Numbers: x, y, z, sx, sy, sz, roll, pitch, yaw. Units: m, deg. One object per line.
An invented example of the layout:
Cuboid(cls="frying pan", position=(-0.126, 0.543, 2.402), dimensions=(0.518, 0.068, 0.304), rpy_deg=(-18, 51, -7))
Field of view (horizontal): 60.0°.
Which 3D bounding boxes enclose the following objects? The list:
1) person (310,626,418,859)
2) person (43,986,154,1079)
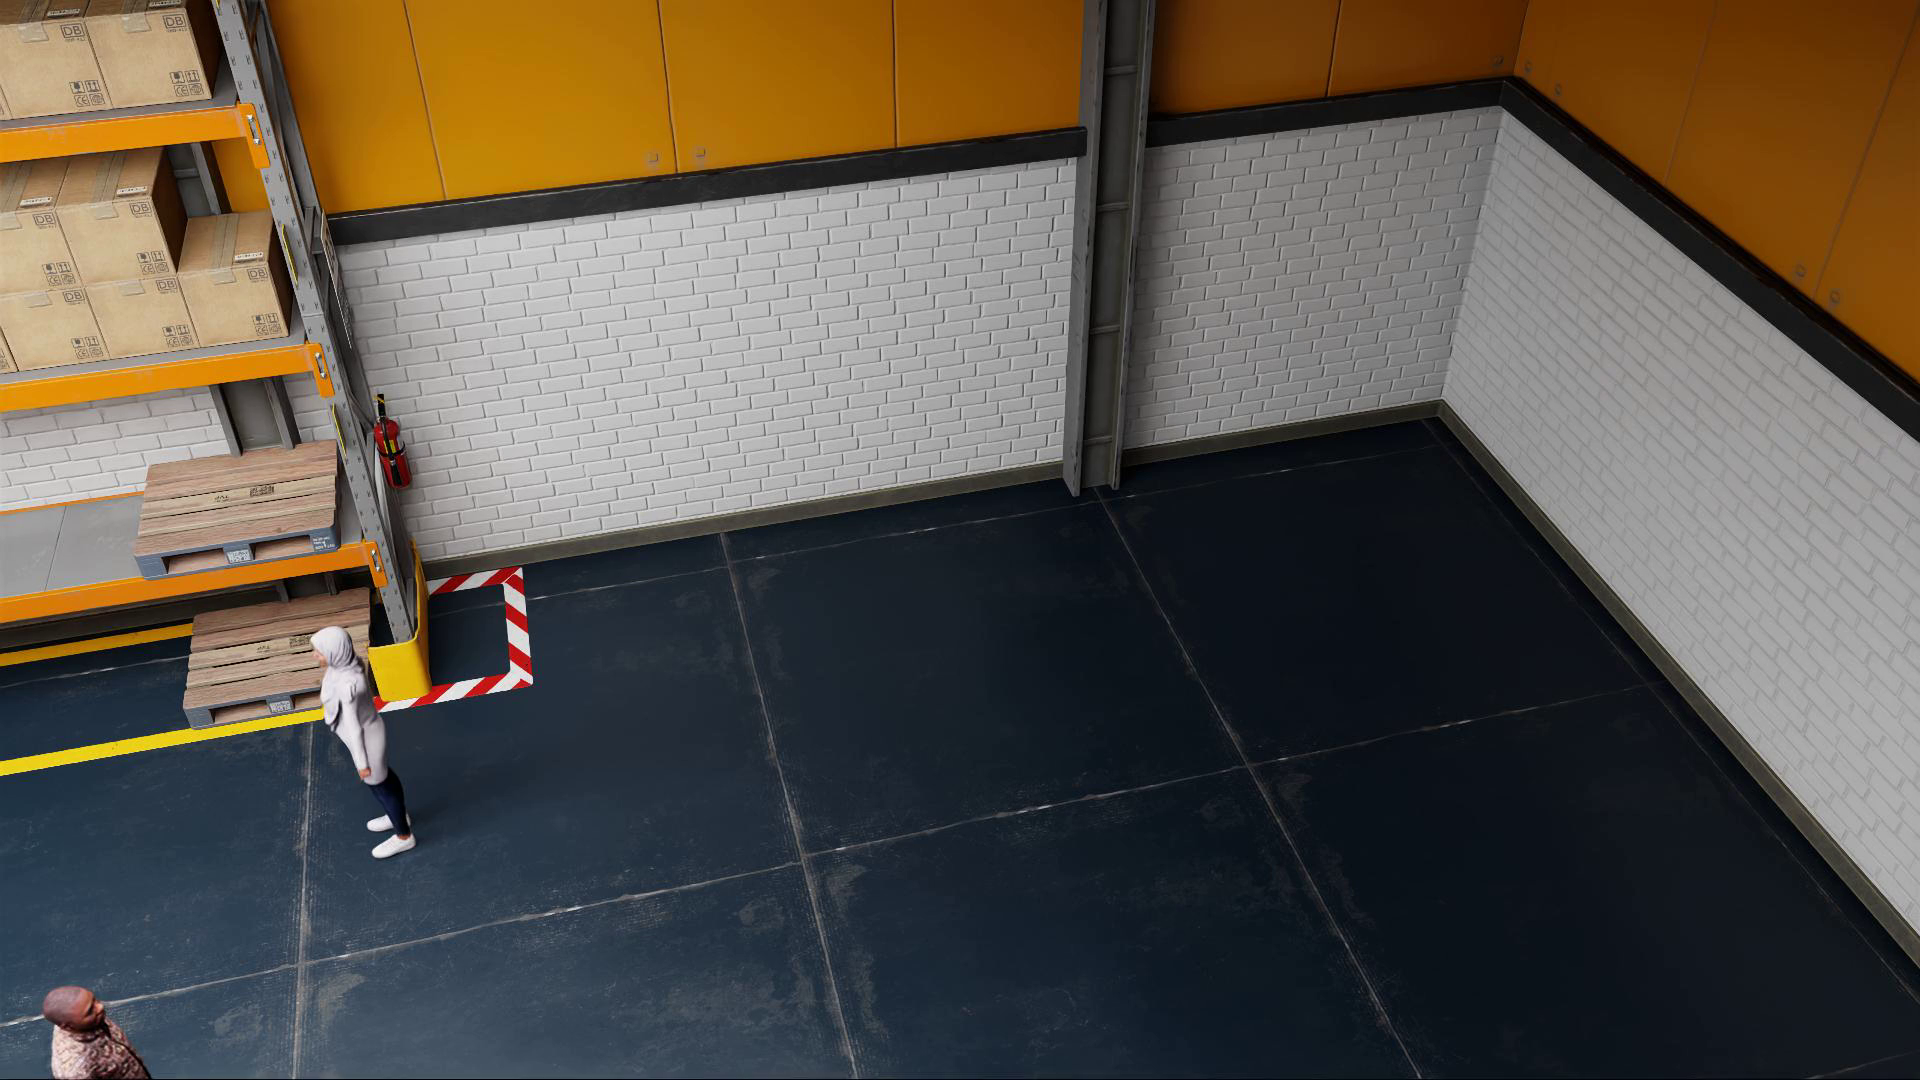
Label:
Cuboid(cls="person", position=(-3.546, 1.196, 9.957), dimensions=(0.528, 1.776, 0.609), rpy_deg=(-11, 40, -13))
Cuboid(cls="person", position=(-4.058, 2.741, 7.997), dimensions=(0.627, 1.807, 0.723), rpy_deg=(-15, 41, -18))
